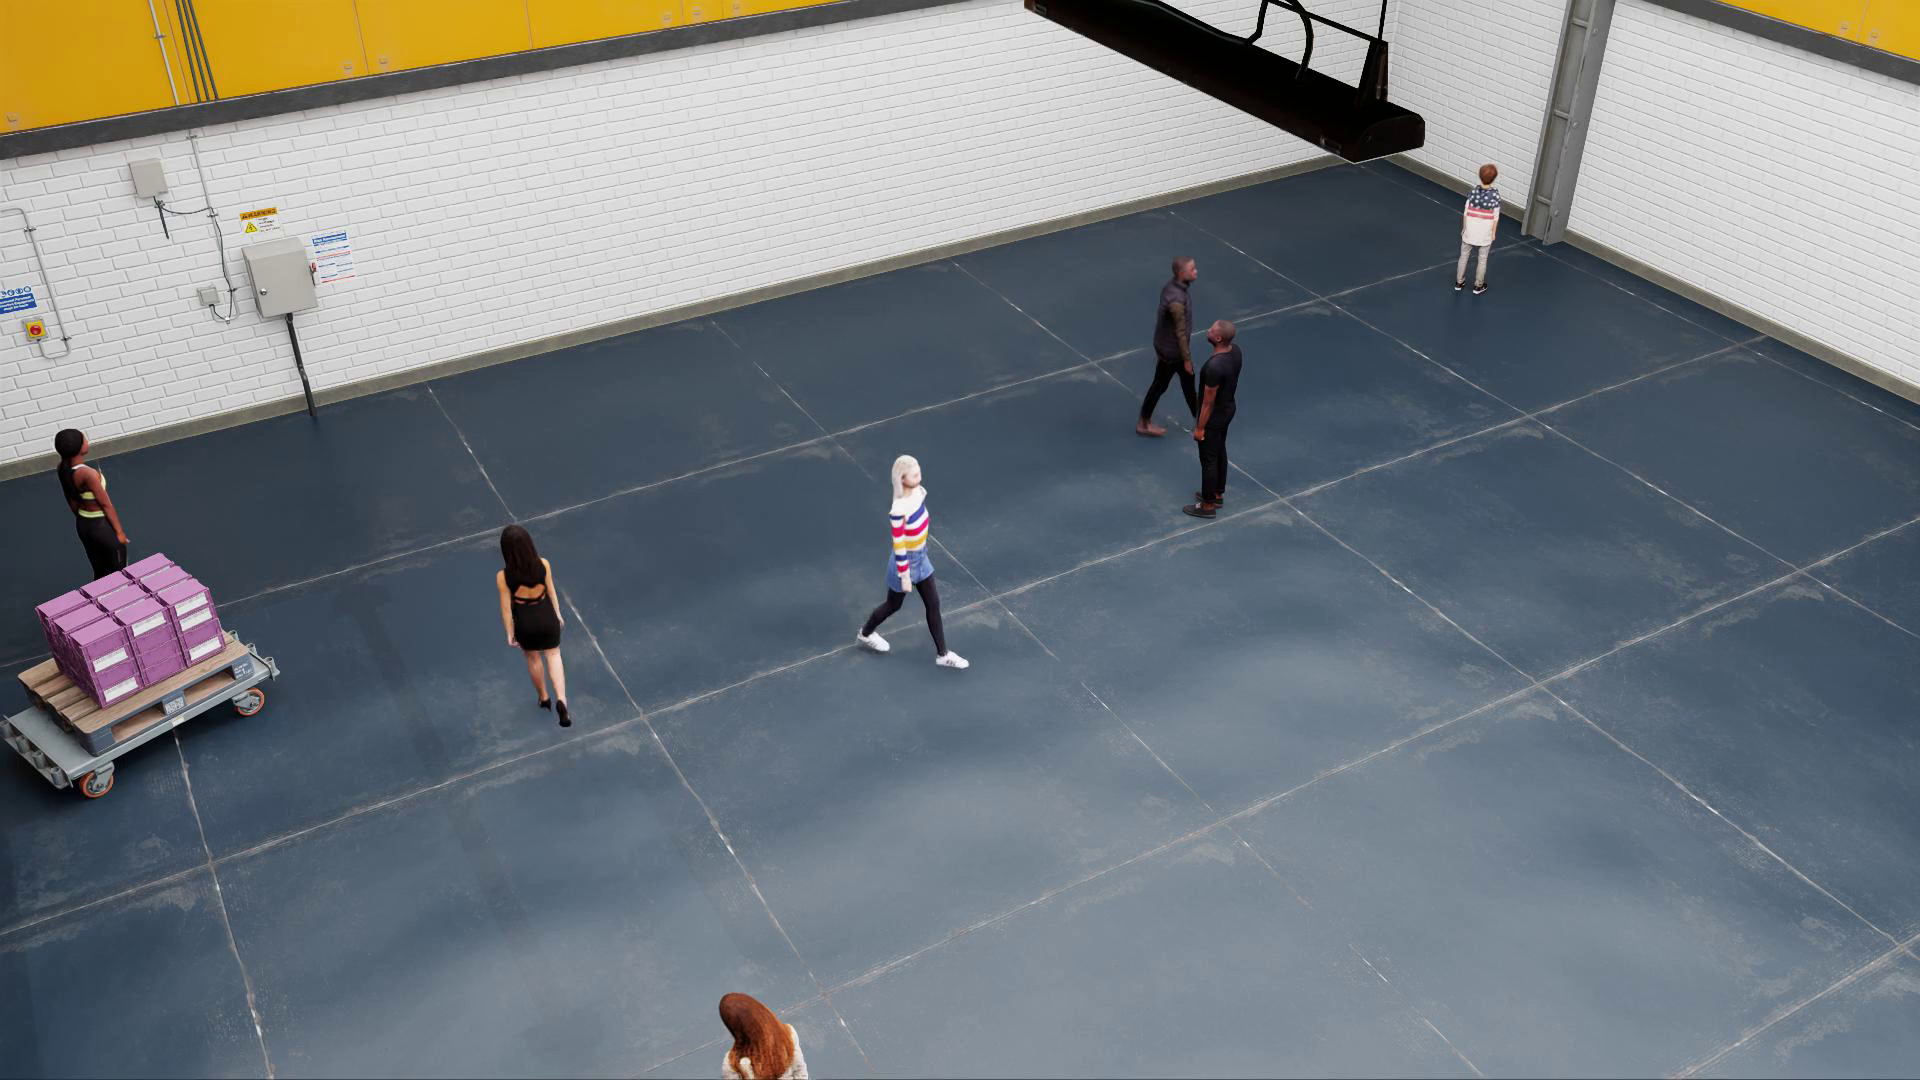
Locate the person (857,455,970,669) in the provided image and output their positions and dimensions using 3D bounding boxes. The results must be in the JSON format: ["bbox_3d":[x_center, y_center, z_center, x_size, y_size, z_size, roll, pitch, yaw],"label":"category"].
[{"bbox_3d":[-0.462,0.169,12.247,1.247,1.766,1.085,14,36,20],"label":"person"}]

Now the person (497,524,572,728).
[{"bbox_3d":[-2.949,0.644,11.651,0.618,1.636,0.881,-14,36,-20],"label":"person"}]

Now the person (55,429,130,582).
[{"bbox_3d":[-6.535,-0.063,12.607,0.618,1.755,0.703,14,36,20],"label":"person"}]

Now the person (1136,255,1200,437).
[{"bbox_3d":[1.840,-1.726,15.066,1.183,1.802,1.151,6,34,8],"label":"person"}]

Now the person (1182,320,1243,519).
[{"bbox_3d":[2.152,-1.028,14.001,0.739,1.819,0.749,19,38,26],"label":"person"}]

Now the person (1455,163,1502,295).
[{"bbox_3d":[5.573,-3.356,17.846,0.553,1.439,0.650,18,37,24],"label":"person"}]

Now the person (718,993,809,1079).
[{"bbox_3d":[-0.898,2.913,8.205,0.632,1.672,0.664,-19,38,-26],"label":"person"}]
